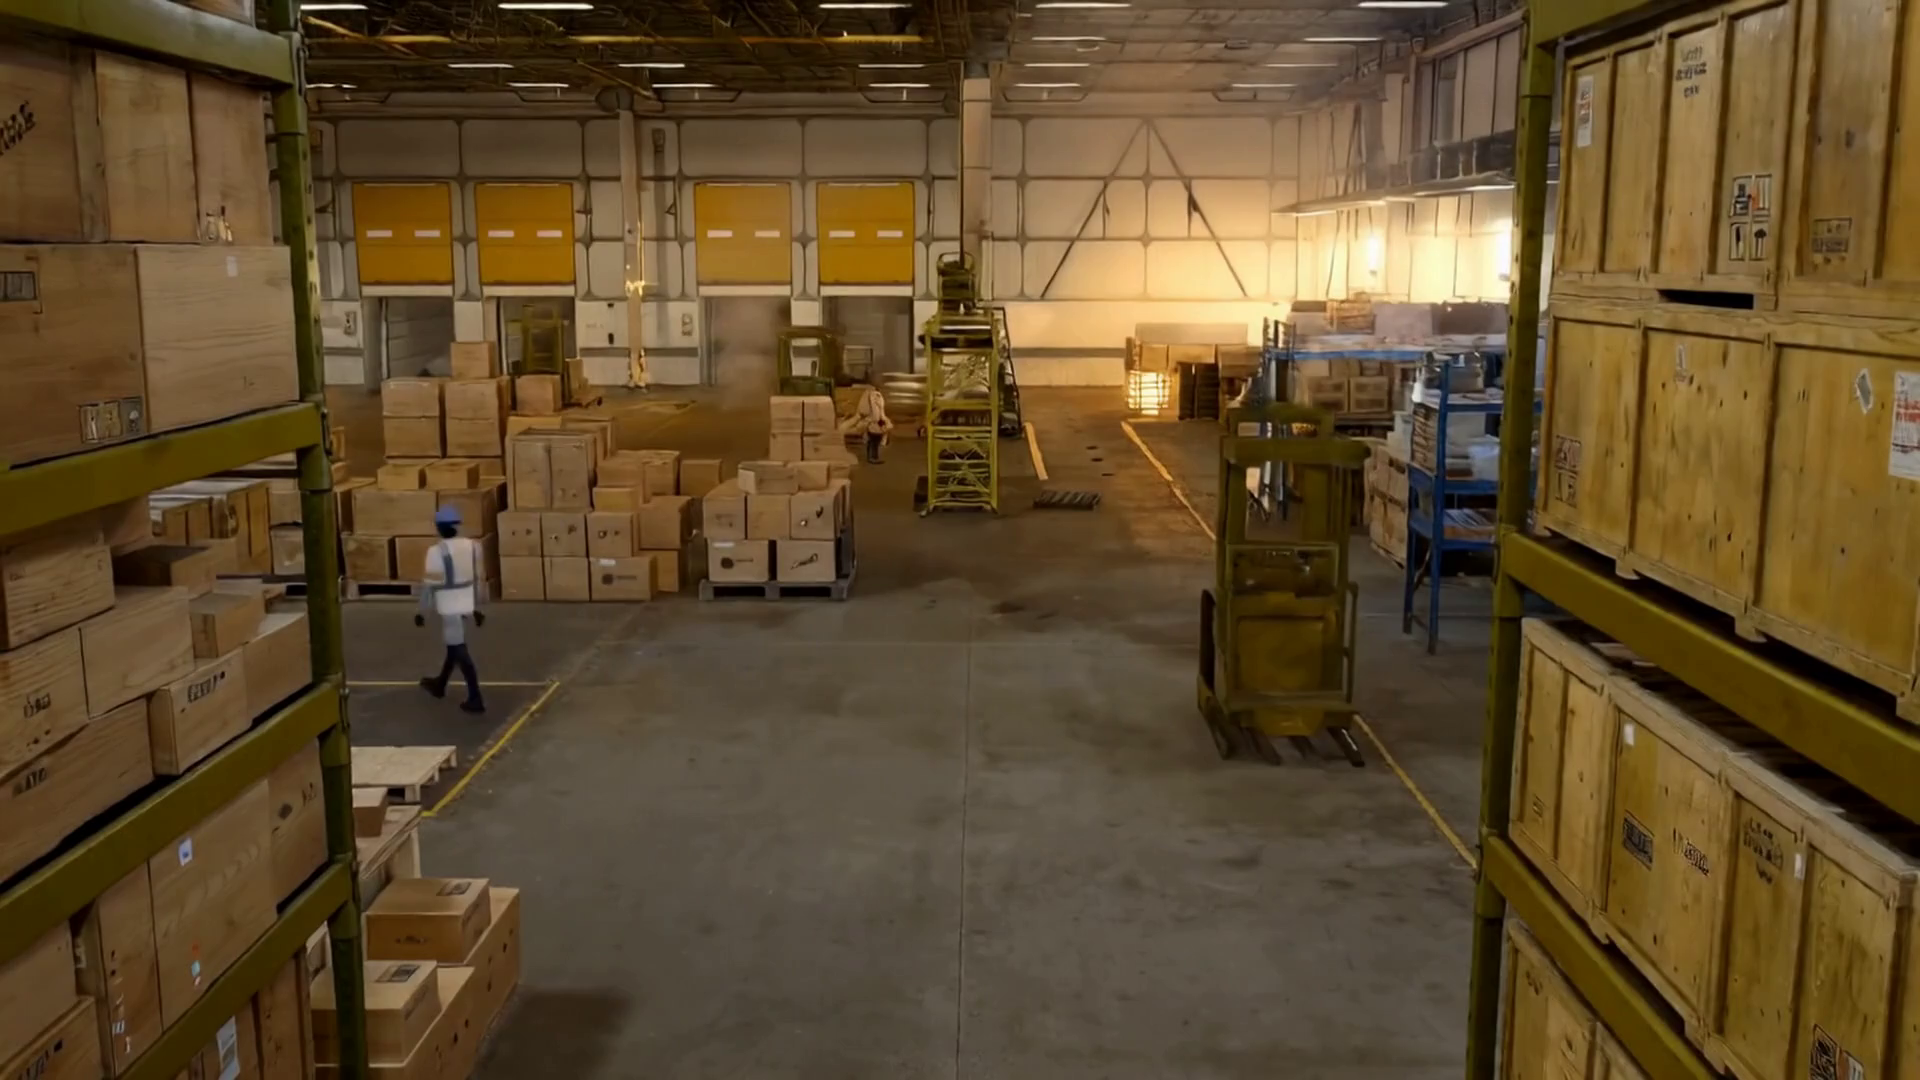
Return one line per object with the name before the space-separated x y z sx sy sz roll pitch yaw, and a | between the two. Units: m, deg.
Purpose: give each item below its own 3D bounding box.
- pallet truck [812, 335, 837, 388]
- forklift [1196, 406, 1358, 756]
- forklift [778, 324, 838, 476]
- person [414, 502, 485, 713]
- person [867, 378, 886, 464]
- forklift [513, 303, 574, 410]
pallet truck | -3.021 -4.312 43.126 1.885 1.965 0.823 3 10 17
forklift | 2.693 0.251 14.255 1.129 2.768 1.873 0 10 1
forklift | -2.831 -2.538 30.347 1.129 2.768 1.873 -1 10 -6
person | -4.667 0.598 15.114 0.975 1.887 0.549 5 11 29
person | -1.648 -2.344 32.666 0.322 1.689 0.530 -5 11 -27
forklift | -10.722 -4.664 42.608 1.129 2.768 1.873 0 10 1
